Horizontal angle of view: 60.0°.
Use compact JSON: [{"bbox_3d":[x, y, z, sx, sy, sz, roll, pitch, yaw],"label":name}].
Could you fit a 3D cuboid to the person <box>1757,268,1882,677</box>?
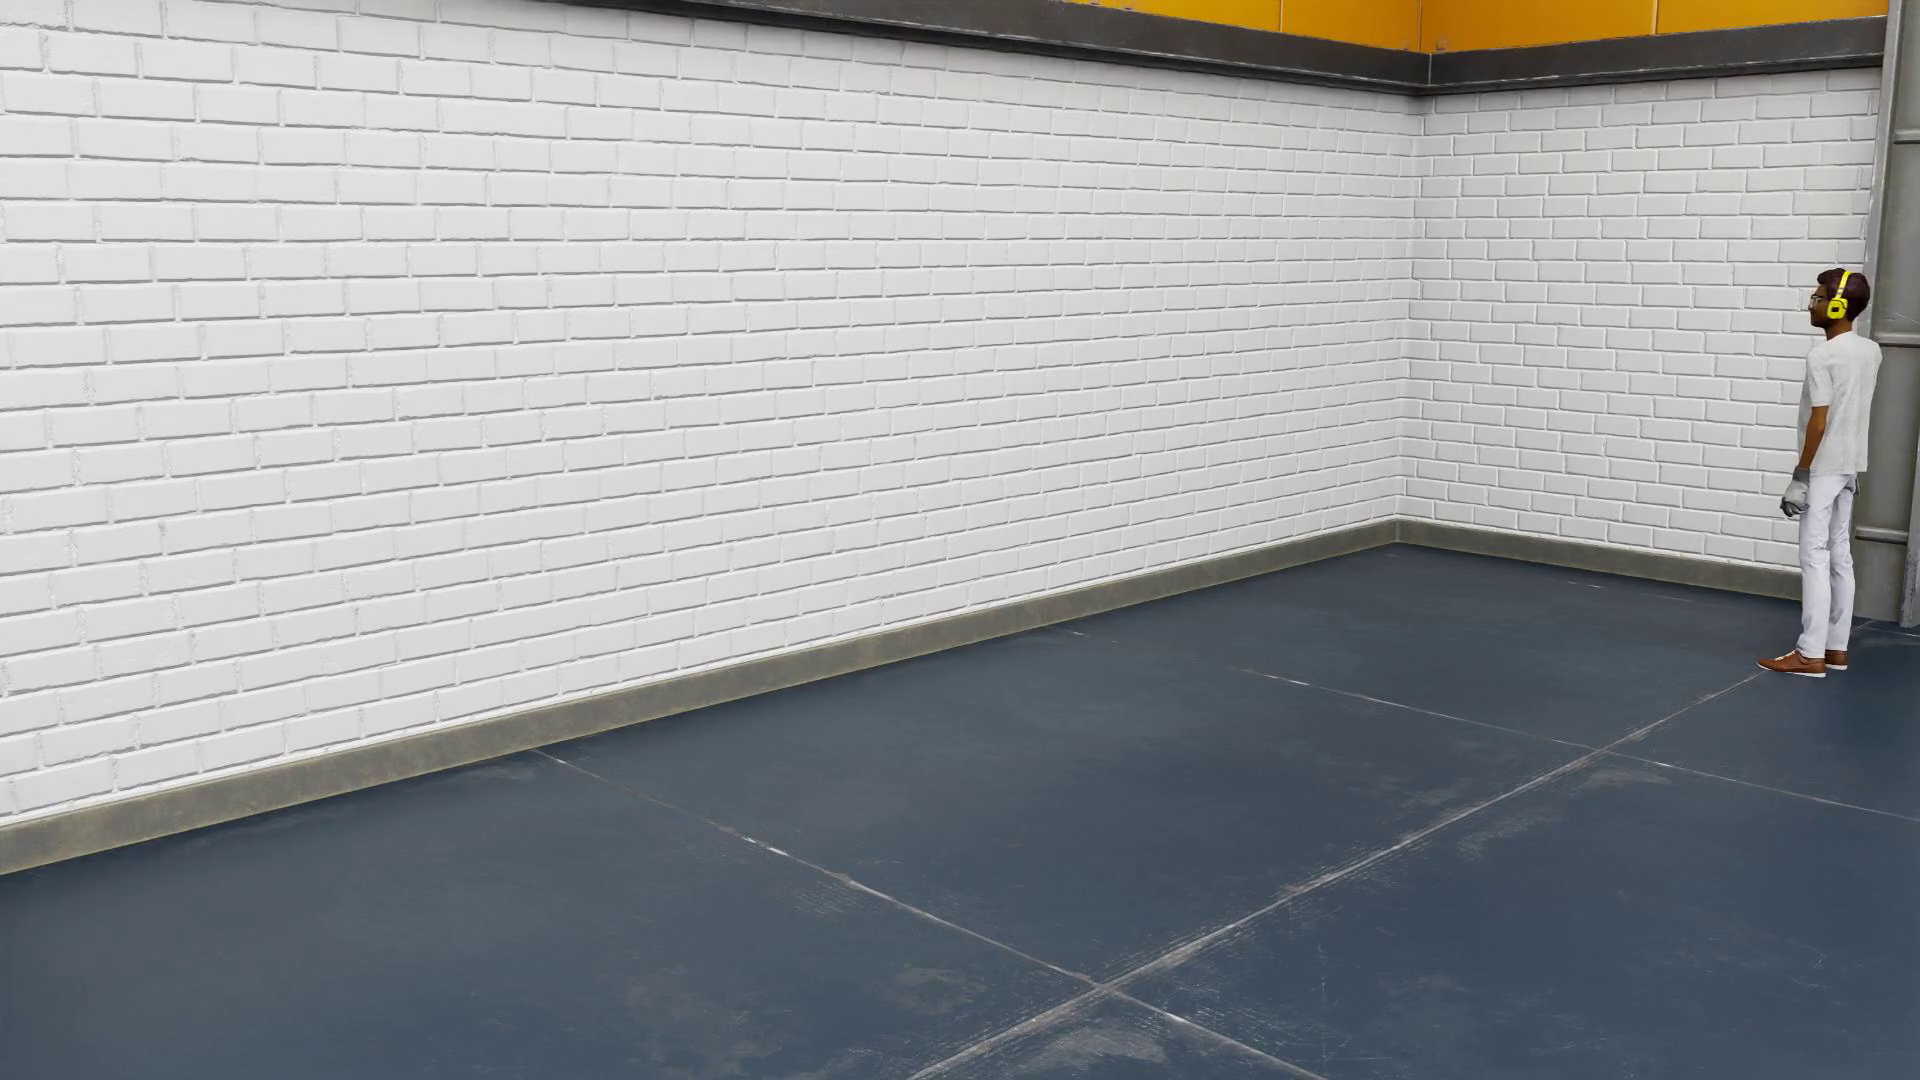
[{"bbox_3d":[3.977,-0.305,7.659,0.514,1.877,0.328,-7,13,-35],"label":"person"}]
